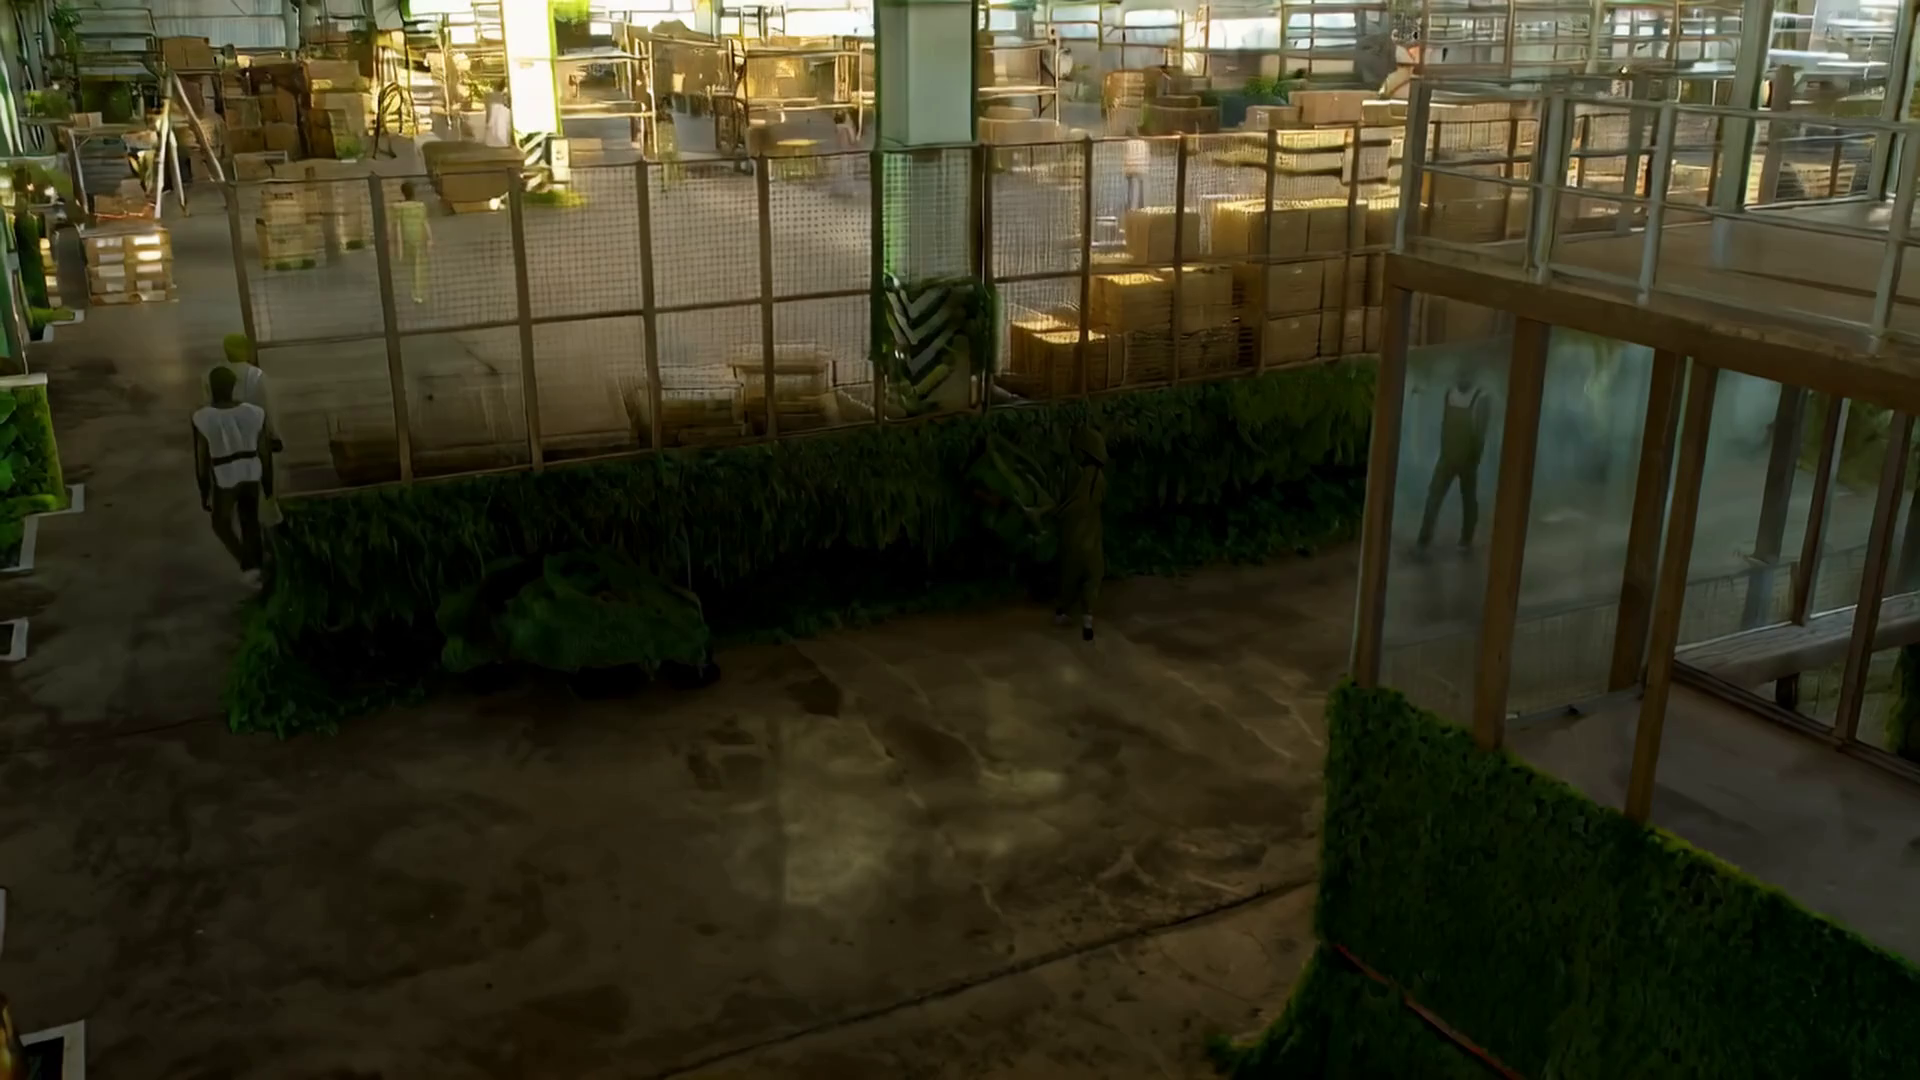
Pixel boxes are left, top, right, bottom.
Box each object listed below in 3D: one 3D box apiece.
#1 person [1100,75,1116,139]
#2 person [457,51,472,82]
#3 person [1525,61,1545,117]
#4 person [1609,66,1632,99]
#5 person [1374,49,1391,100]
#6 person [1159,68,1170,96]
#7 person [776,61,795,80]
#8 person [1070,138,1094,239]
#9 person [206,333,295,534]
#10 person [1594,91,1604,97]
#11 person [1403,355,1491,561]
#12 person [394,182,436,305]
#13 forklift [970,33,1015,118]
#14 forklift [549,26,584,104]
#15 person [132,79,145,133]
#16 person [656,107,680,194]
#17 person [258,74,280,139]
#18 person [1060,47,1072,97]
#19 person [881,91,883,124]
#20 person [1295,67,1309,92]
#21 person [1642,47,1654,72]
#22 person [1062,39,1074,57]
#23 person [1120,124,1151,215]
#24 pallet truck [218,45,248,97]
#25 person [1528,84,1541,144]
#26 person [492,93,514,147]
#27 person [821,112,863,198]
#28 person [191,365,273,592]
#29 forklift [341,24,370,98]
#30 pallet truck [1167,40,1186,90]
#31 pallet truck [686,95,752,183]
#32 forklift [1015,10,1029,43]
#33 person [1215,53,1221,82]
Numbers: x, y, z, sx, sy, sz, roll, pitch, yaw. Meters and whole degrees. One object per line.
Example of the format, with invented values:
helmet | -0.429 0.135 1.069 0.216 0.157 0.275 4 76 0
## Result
person | 4.440 -12.941 49.734 0.511 1.860 0.325 14 23 35
person | -20.010 -18.862 67.160 0.538 1.678 0.704 1 19 2
person | 19.256 -15.059 55.746 0.635 1.937 0.352 6 20 16
person | 20.591 -13.791 51.975 0.622 2.016 0.857 4 19 12
person | 16.300 -17.909 63.956 0.748 1.966 0.623 -6 20 -16
person | 7.079 -15.456 57.377 0.407 1.627 0.519 13 23 33
person | -6.031 -15.753 57.992 0.684 1.787 0.868 4 20 13
person | 2.301 -6.636 31.433 0.354 1.876 0.574 -15 24 -38
person | -6.404 -0.954 15.005 0.626 1.844 0.429 4 19 12
person | 16.145 -10.413 42.281 0.551 1.934 0.372 -4 19 -12
person | 4.205 -0.671 14.221 0.870 1.806 0.528 -14 24 -36
person | -8.342 -4.564 25.502 0.505 1.817 0.991 0 19 -1
forklift | 0.805 -15.326 55.097 1.873 2.768 1.129 -9 21 -25
forklift | -15.198 -17.705 61.995 1.873 2.768 1.129 -9 21 -25
person | -25.376 -13.405 51.417 0.522 1.631 0.323 6 20 17
person | -6.623 -8.850 37.780 0.588 1.922 0.395 14 24 36
person | -20.448 -12.851 49.420 0.944 1.880 0.614 12 22 31
person | 4.218 -18.588 65.980 0.373 1.937 0.630 15 24 36
person | -1.909 -11.134 44.215 0.753 2.000 0.718 -3 19 -10
person | 10.744 -13.798 52.087 0.793 1.943 0.609 14 24 35
person | 28.660 -19.657 69.337 0.311 1.769 0.522 -11 22 -28
person | 5.110 -22.883 78.820 0.579 1.671 0.570 2 19 7
person | 3.673 -7.626 34.351 0.750 1.854 0.373 3 19 9
pallet truck | -28.879 -18.665 66.111 0.823 1.965 1.885 -3 19 -9
person | 16.639 -12.318 48.163 0.542 1.695 0.316 -15 24 -37
person | -11.539 -10.413 42.366 0.644 1.879 1.050 -10 21 -26
person | -2.586 -8.537 36.922 1.026 1.895 0.623 9 21 24
person | -5.872 -0.473 13.512 0.485 1.899 0.618 18 26 41
forklift | -23.462 -18.606 64.604 1.129 2.768 1.873 13 23 34
pallet truck | 9.045 -19.971 69.895 0.823 1.965 1.885 -3 19 -8
pallet truck | -5.836 -9.608 39.856 0.823 1.965 1.885 10 22 27
forklift | 3.109 -25.454 84.456 1.873 2.768 1.129 -9 21 -25
person | 11.481 -21.541 74.537 0.551 1.935 0.371 15 24 38
